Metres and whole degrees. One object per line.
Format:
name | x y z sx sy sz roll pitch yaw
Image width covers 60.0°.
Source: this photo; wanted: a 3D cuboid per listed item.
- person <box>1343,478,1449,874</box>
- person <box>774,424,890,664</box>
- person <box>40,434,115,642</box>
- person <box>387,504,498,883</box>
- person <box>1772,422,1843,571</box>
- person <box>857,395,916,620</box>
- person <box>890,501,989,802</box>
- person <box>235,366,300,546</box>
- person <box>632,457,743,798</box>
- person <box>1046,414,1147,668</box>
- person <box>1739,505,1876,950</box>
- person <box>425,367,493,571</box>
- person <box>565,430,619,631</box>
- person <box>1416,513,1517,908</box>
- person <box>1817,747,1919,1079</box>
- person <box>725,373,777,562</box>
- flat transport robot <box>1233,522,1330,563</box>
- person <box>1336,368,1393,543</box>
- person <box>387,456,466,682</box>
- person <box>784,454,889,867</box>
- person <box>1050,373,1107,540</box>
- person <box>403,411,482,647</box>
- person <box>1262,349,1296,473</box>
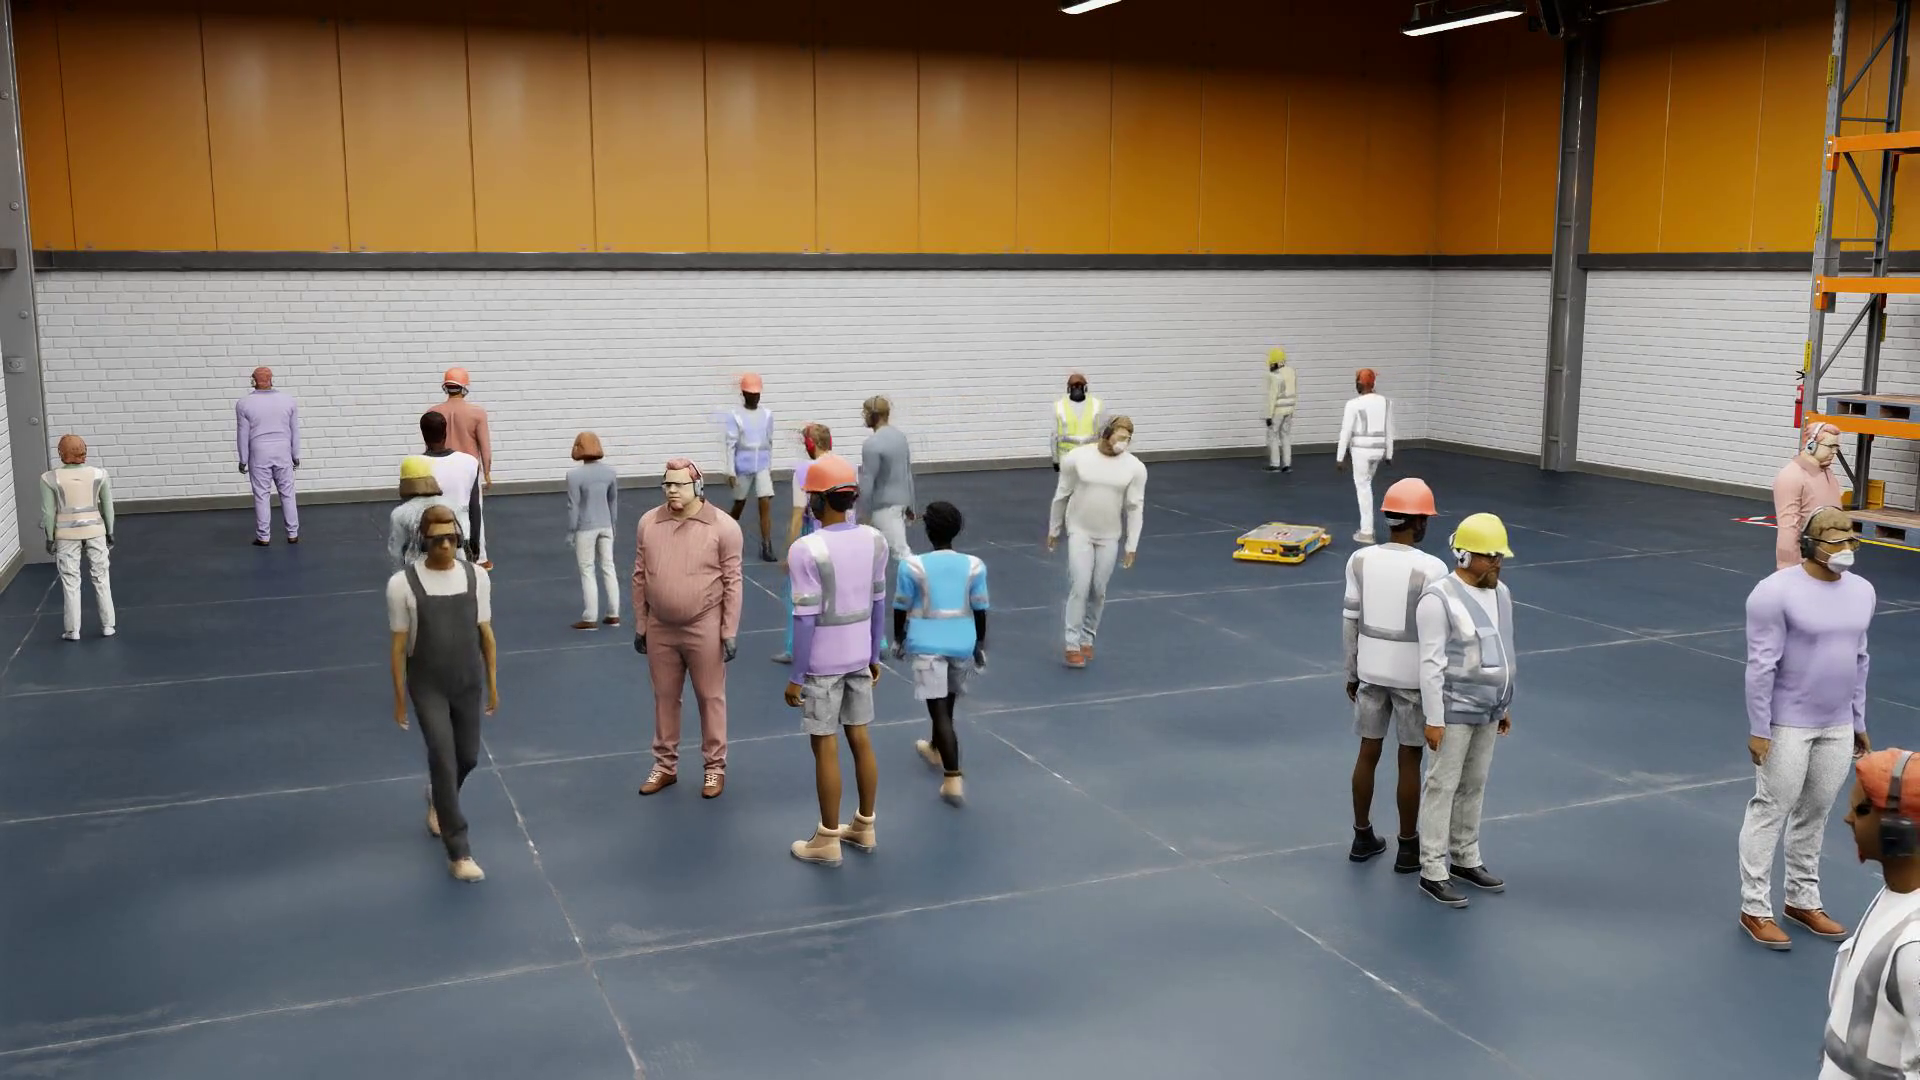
person | 2.158 0.657 8.183 0.551 1.932 0.376 9 13 43
person | -0.983 0.040 12.386 0.765 1.793 0.532 -7 11 -35
person | -6.955 -0.016 13.151 0.521 1.640 0.307 -7 12 -38
person | -2.557 0.712 8.208 0.513 1.823 0.809 -7 12 -36
person | 5.829 0.138 11.430 0.639 1.904 0.409 -8 12 -41
person | -0.681 -0.272 13.991 1.052 1.874 0.640 4 10 21
person | -0.119 0.597 9.408 0.537 1.643 0.911 -4 10 -23
person | -7.325 -0.886 17.627 0.639 1.905 0.407 -7 12 -35
person | -1.535 0.489 9.277 0.639 1.911 0.406 2 10 12
person | 1.016 0.008 12.267 0.712 1.884 0.713 -1 9 -4
person | 3.701 0.807 7.259 0.627 1.941 0.371 -3 10 -17
person | -4.815 -0.666 16.014 0.614 1.993 0.395 0 9 -2
person | -2.994 -0.078 13.545 0.264 1.632 0.505 7 12 38
person | 2.376 0.778 7.769 0.587 1.830 0.403 -7 12 -38
person | 2.161 1.397 3.849 0.339 1.882 0.581 5 11 27
person | -2.149 -0.761 16.918 0.558 1.900 0.985 -5 11 -29
flat transport robot | 3.319 0.017 17.087 0.652 0.197 1.431 4 10 25
person | 4.311 -0.908 17.856 0.623 1.865 0.562 -4 10 -25
person | -3.603 0.277 11.235 0.923 1.678 0.472 7 12 36
person | -0.632 0.591 8.253 0.372 2.042 0.615 8 12 41
person | 1.291 -0.930 18.156 0.621 1.818 0.821 0 9 -2
person | -3.745 0.025 12.076 0.587 1.914 0.391 -8 13 -42
person | 4.565 -1.826 23.762 0.623 1.795 0.405 -9 13 -43
